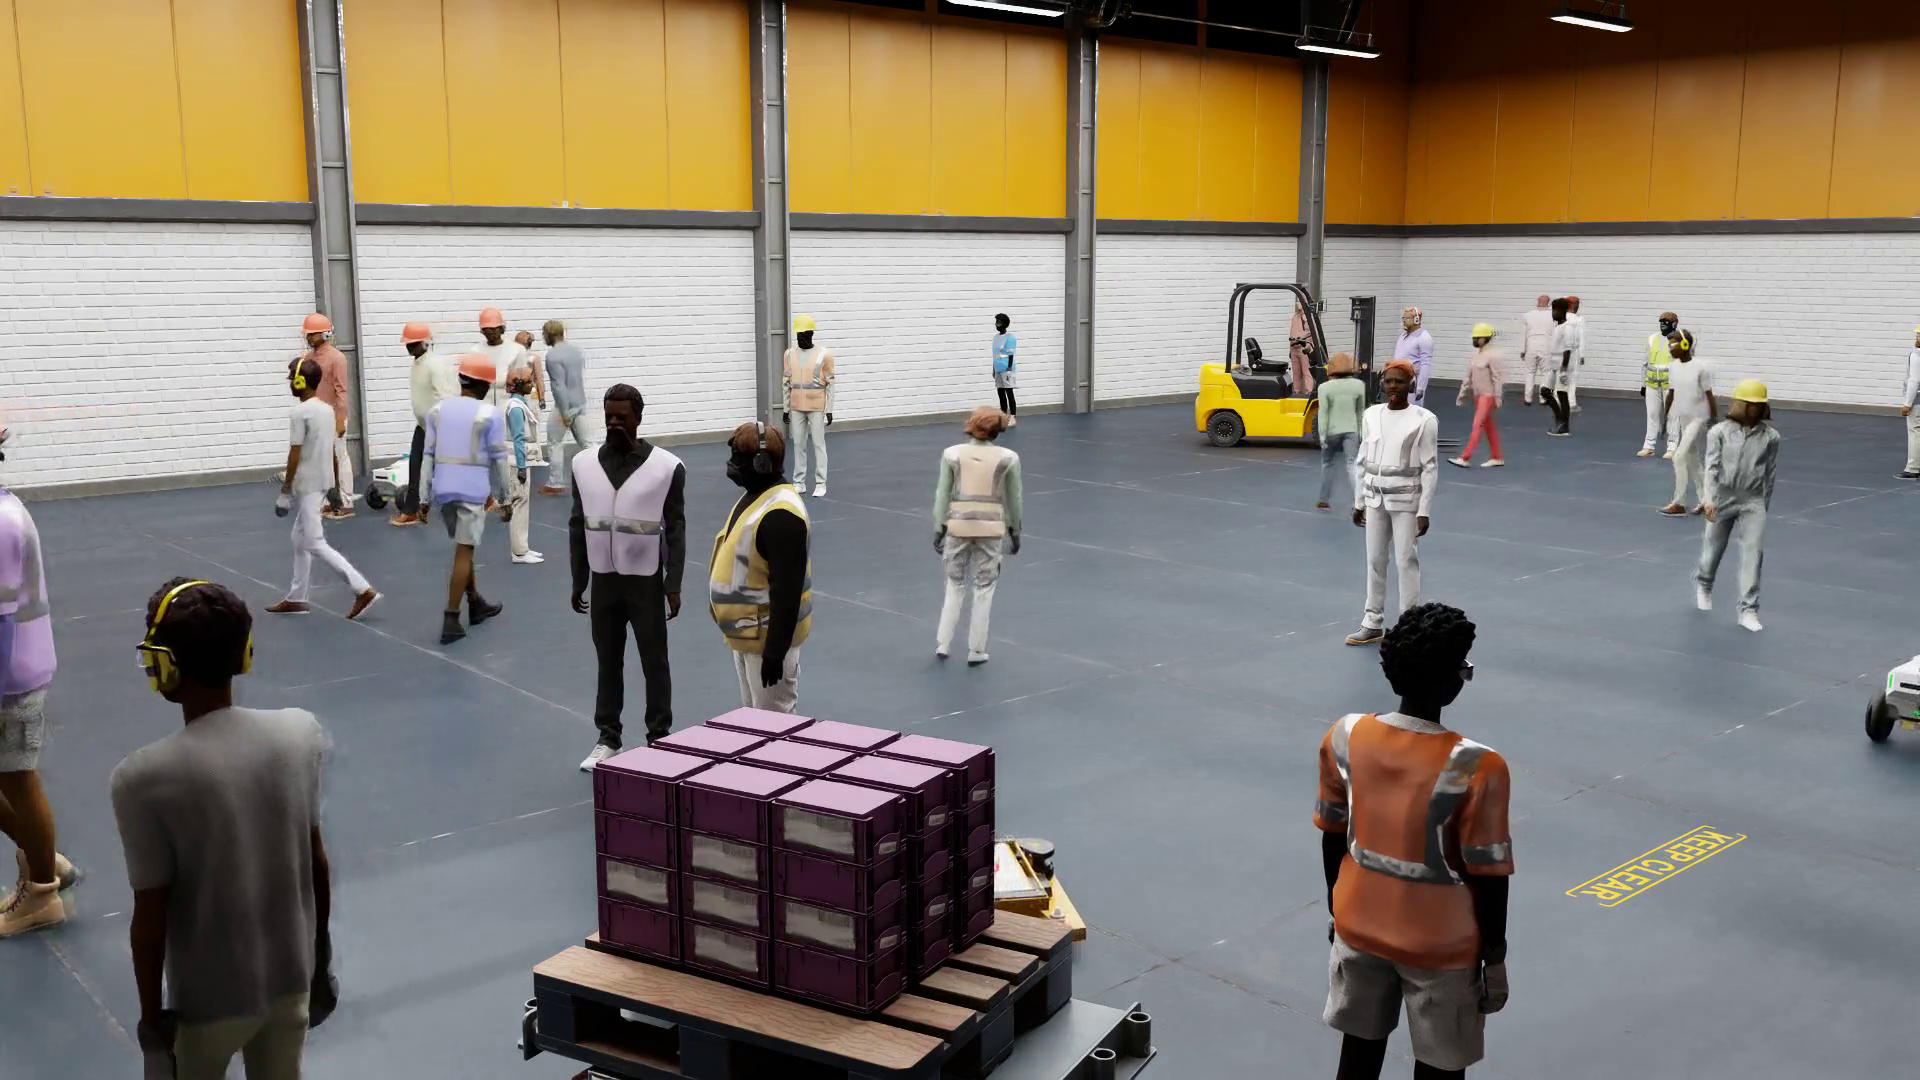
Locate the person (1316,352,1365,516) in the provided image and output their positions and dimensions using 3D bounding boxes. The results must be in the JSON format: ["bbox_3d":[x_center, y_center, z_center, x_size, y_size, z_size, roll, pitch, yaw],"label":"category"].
[{"bbox_3d":[3.767,-1.052,16.385,0.499,1.601,0.791,-1,10,-5],"label":"person"}]

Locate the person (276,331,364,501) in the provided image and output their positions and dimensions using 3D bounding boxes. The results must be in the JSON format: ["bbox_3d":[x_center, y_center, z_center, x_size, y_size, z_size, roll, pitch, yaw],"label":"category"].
[{"bbox_3d":[-6.602,-1.276,17.066,0.744,1.823,0.513,-5,11,-27],"label":"person"}]

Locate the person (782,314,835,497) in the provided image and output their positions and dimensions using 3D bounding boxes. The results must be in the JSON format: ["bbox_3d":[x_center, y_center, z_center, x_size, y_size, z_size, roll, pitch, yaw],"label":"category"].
[{"bbox_3d":[-1.609,-1.407,17.511,0.594,1.924,0.381,4,10,22],"label":"person"}]

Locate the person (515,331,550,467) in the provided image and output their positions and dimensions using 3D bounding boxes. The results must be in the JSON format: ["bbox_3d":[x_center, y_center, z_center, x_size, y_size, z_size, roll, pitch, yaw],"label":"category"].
[{"bbox_3d":[-5.206,-1.691,20.010,0.514,1.642,0.307,4,11,24],"label":"person"}]

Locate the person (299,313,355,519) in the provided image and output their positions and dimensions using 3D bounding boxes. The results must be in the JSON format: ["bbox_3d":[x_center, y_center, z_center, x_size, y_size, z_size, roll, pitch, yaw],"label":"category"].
[{"bbox_3d":[-6.148,-1.196,16.111,0.614,1.987,0.407,7,12,36],"label":"person"}]

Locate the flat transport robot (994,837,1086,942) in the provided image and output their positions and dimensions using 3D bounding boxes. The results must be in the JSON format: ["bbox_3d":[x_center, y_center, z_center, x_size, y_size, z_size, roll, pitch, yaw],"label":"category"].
[{"bbox_3d":[-0.298,1.344,6.244,1.431,0.197,0.652,-2,10,-9],"label":"flat transport robot"}]

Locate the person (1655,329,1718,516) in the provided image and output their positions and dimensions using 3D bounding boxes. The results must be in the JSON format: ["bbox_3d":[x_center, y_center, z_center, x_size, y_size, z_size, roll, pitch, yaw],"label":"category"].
[{"bbox_3d":[7.077,-1.130,16.186,0.820,1.822,0.537,-2,10,-12],"label":"person"}]

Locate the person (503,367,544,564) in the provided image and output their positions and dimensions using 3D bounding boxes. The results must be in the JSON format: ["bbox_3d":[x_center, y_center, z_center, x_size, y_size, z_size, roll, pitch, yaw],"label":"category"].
[{"bbox_3d":[-3.634,-0.618,13.763,0.310,1.631,0.511,-3,10,-15],"label":"person"}]

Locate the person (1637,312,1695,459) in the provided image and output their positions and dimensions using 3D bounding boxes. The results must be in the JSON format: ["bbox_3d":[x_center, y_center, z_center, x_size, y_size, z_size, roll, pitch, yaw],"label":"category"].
[{"bbox_3d":[8.839,-1.939,20.871,0.429,1.842,0.637,-9,13,-41],"label":"person"}]

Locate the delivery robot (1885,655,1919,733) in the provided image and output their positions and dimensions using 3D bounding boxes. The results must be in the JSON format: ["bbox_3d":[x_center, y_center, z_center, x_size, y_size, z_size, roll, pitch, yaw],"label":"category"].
[{"bbox_3d":[5.129,0.741,8.670,0.707,0.478,0.477,-9,13,-41],"label":"delivery robot"}]

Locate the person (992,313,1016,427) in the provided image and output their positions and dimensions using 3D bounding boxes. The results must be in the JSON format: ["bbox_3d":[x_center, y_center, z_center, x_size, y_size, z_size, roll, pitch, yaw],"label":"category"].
[{"bbox_3d":[0.647,-2.531,24.777,0.320,1.691,0.534,-6,11,-30],"label":"person"}]

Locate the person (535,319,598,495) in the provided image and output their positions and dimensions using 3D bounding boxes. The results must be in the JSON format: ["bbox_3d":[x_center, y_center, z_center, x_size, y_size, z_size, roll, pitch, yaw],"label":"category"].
[{"bbox_3d":[-4.064,-1.395,17.628,0.868,1.890,0.651,3,10,16],"label":"person"}]

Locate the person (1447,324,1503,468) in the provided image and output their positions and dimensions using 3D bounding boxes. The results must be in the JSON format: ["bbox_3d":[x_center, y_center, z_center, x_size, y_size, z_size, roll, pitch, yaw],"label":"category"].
[{"bbox_3d":[6.160,-1.708,19.856,0.882,1.724,0.536,-2,10,-13],"label":"person"}]

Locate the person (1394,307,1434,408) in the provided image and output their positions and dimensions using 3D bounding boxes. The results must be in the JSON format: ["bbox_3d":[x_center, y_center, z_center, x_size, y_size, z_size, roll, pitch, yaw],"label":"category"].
[{"bbox_3d":[5.562,-1.927,20.612,0.410,1.909,0.643,-3,10,-18],"label":"person"}]

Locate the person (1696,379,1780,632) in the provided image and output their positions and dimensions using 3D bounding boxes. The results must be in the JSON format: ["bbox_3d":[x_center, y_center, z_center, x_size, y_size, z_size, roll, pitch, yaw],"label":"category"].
[{"bbox_3d":[5.397,-0.280,11.563,0.484,1.708,0.843,2,10,11],"label":"person"}]

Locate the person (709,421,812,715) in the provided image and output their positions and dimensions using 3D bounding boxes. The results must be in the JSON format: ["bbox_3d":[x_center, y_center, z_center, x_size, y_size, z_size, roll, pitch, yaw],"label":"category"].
[{"bbox_3d":[-0.850,0.415,7.097,0.429,1.844,0.623,-3,10,-19],"label":"person"}]

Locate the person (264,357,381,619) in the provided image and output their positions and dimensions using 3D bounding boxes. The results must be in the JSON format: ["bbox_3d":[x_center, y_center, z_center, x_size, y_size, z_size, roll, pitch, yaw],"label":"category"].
[{"bbox_3d":[-4.500,-0.353,11.613,0.873,1.835,0.534,0,10,1],"label":"person"}]

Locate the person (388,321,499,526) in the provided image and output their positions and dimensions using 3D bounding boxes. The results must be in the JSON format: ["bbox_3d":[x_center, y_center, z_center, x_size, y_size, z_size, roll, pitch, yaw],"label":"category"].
[{"bbox_3d":[-4.941,-1.117,15.806,1.004,1.943,0.665,-9,13,-43],"label":"person"}]

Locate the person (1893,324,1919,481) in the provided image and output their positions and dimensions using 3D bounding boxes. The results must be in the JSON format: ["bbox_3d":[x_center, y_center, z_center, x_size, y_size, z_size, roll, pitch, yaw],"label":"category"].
[{"bbox_3d":[10.891,-1.587,18.824,0.598,1.836,0.404,-5,11,-25],"label":"person"}]

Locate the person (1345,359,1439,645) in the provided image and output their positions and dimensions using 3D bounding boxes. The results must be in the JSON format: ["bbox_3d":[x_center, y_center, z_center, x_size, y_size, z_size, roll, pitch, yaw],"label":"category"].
[{"bbox_3d":[2.775,-0.220,10.690,0.349,1.882,0.584,-8,13,-39],"label":"person"}]

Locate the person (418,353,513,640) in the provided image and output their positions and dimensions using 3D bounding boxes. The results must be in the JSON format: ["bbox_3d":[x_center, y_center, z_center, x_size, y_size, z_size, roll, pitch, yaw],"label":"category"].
[{"bbox_3d":[-3.305,-0.307,11.179,0.567,1.877,0.930,3,10,15],"label":"person"}]

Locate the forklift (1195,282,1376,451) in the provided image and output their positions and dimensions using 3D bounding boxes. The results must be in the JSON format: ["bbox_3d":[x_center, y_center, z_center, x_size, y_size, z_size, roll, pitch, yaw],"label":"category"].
[{"bbox_3d":[4.328,-2.346,22.227,2.313,2.155,1.214,3,10,16],"label":"forklift"}]

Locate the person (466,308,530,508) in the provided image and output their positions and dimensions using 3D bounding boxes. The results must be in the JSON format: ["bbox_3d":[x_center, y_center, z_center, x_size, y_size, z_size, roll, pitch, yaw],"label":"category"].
[{"bbox_3d":[-4.698,-1.328,16.801,0.636,2.006,0.854,0,10,-1],"label":"person"}]

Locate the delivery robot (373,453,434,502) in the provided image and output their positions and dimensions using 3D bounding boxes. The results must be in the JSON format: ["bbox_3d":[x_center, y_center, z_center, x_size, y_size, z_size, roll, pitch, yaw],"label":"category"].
[{"bbox_3d":[-5.544,-0.638,16.744,0.477,0.478,0.707,5,11,29],"label":"delivery robot"}]

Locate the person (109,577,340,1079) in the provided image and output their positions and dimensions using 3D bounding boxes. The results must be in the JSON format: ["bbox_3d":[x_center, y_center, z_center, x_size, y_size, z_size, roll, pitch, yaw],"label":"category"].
[{"bbox_3d":[-1.556,1.001,3.647,0.439,1.853,0.528,7,12,35],"label":"person"}]

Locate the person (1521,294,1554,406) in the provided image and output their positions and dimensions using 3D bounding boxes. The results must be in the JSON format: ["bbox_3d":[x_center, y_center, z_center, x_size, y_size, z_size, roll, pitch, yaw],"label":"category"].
[{"bbox_3d":[9.880,-3.225,28.284,0.660,1.888,0.400,6,11,29],"label":"person"}]

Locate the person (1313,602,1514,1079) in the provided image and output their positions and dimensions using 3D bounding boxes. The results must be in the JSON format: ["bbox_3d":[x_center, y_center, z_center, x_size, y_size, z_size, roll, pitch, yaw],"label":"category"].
[{"bbox_3d":[1.128,0.991,4.143,0.315,1.696,0.541,-9,13,-41],"label":"person"}]

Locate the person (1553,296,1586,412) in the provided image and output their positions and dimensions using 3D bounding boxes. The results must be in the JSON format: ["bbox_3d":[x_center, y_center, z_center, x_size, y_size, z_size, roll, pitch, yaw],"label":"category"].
[{"bbox_3d":[9.941,-3.033,27.160,0.346,1.880,0.578,-7,12,-36],"label":"person"}]

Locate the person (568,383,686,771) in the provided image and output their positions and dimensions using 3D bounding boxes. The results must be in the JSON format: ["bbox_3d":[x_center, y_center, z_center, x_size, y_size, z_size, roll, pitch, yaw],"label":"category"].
[{"bbox_3d":[-1.632,0.187,8.194,0.592,1.922,0.392,2,10,9],"label":"person"}]

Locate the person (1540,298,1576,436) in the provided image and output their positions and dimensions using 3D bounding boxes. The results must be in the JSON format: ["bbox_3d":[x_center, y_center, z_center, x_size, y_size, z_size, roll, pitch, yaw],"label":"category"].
[{"bbox_3d":[8.459,-2.435,23.448,0.450,1.948,0.625,0,10,2],"label":"person"}]

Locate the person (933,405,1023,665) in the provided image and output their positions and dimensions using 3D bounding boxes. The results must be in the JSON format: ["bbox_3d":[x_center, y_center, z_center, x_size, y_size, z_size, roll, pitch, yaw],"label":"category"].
[{"bbox_3d":[0.119,-0.030,10.352,0.536,1.611,0.442,2,10,10],"label":"person"}]

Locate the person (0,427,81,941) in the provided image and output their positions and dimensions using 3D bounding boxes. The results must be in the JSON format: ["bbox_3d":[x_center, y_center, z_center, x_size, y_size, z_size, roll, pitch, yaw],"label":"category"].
[{"bbox_3d":[-3.557,0.492,6.096,0.425,2.027,0.636,-7,12,-35],"label":"person"}]

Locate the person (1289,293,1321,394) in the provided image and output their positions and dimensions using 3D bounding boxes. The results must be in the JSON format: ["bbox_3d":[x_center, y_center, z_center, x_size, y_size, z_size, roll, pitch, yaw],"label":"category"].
[{"bbox_3d":[5.758,-3.192,28.023,0.409,1.909,0.640,-5,11,-28],"label":"person"}]
